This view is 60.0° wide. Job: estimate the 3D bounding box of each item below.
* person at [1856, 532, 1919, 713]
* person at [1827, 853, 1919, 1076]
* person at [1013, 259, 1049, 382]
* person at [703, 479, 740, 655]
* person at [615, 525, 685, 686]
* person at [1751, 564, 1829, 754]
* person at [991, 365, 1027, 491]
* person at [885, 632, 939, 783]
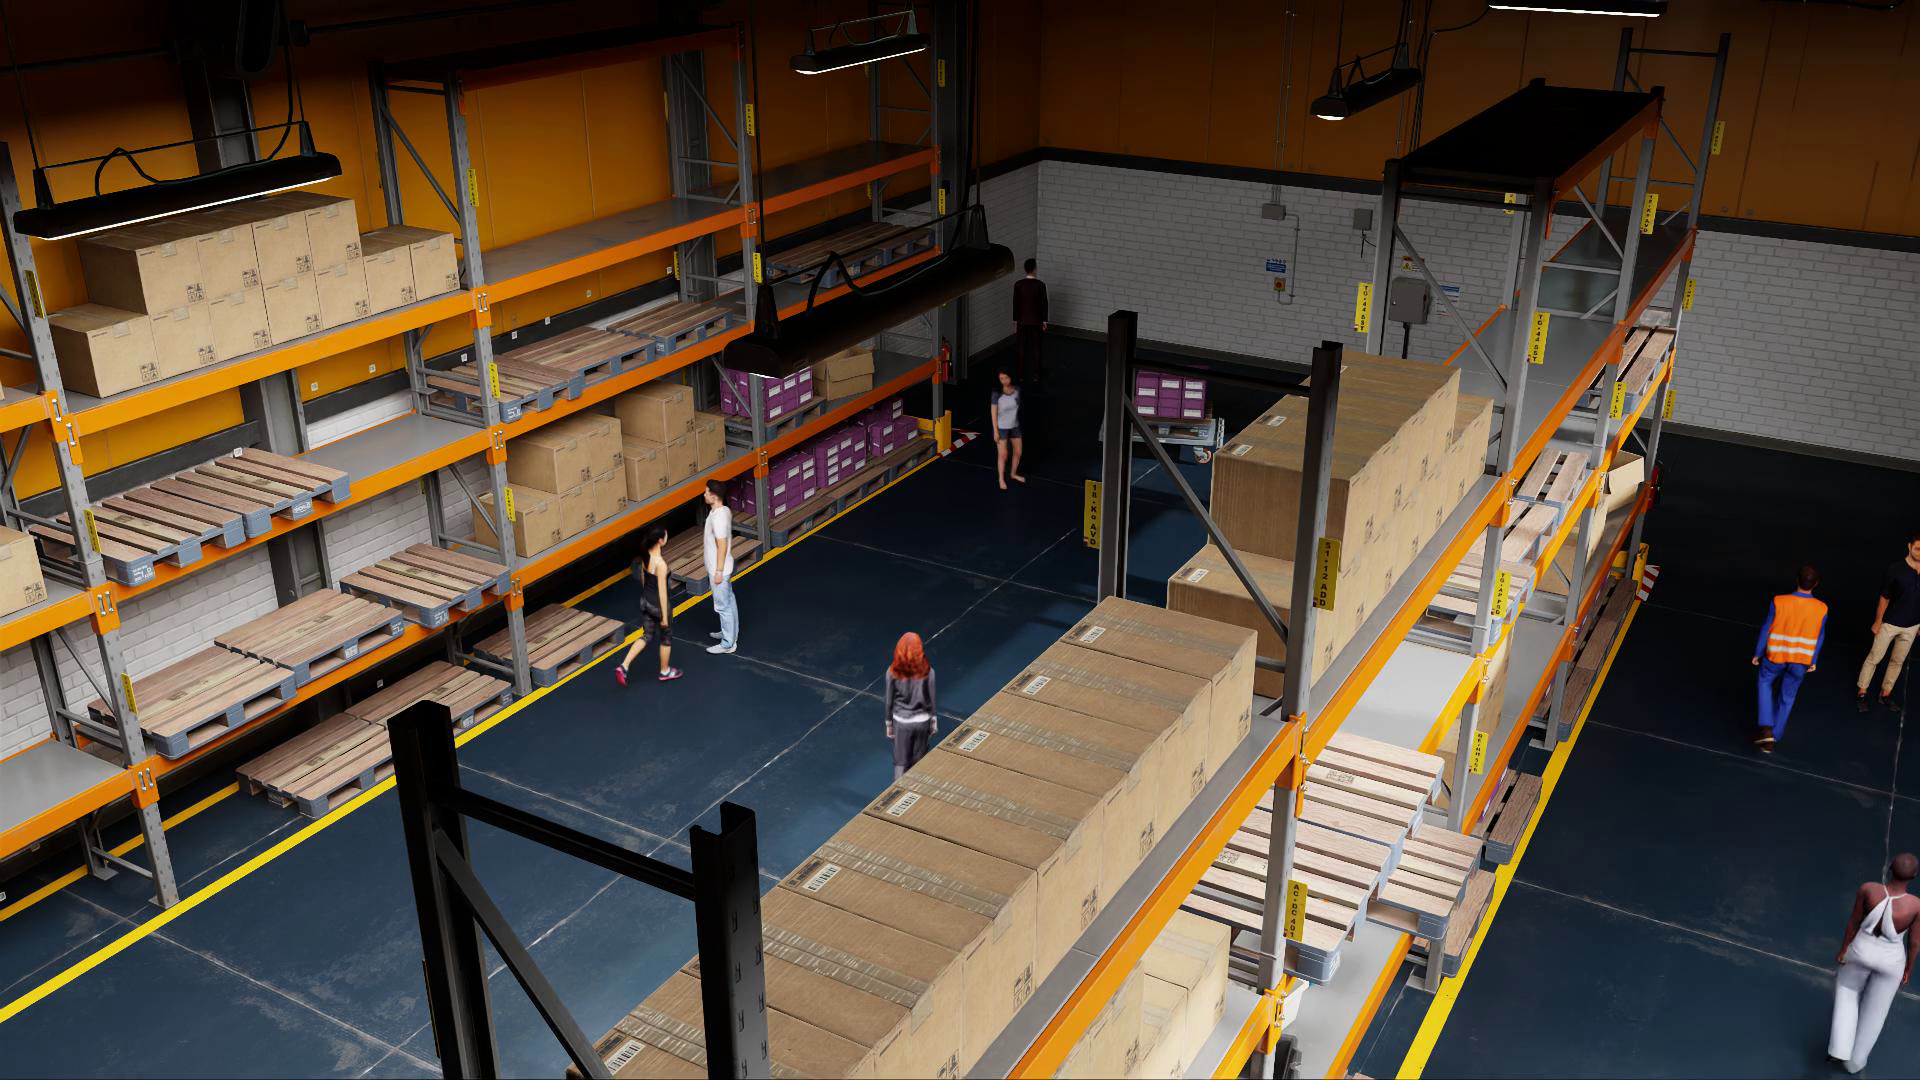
[{"bbox_3d":[8.932,0.769,15.824,0.726,1.854,0.718,0,24,-1],"label":"person"},{"bbox_3d":[6.081,2.879,11.096,0.651,1.775,0.757,17,29,33],"label":"person"},{"bbox_3d":[1.060,-3.333,25.198,0.768,1.862,0.734,3,24,6],"label":"person"},{"bbox_3d":[-2.446,0.256,16.984,0.814,1.864,0.683,0,24,0],"label":"person"},{"bbox_3d":[-3.049,0.685,16.209,1.067,1.699,0.831,-22,32,-40],"label":"person"},{"bbox_3d":[7.471,1.117,15.027,0.776,1.854,0.818,8,25,18],"label":"person"},{"bbox_3d":[0.597,-1.441,21.113,0.880,1.668,0.748,21,31,40],"label":"person"},{"bbox_3d":[-0.413,1.609,14.014,0.764,1.764,0.886,2,24,5],"label":"person"}]
